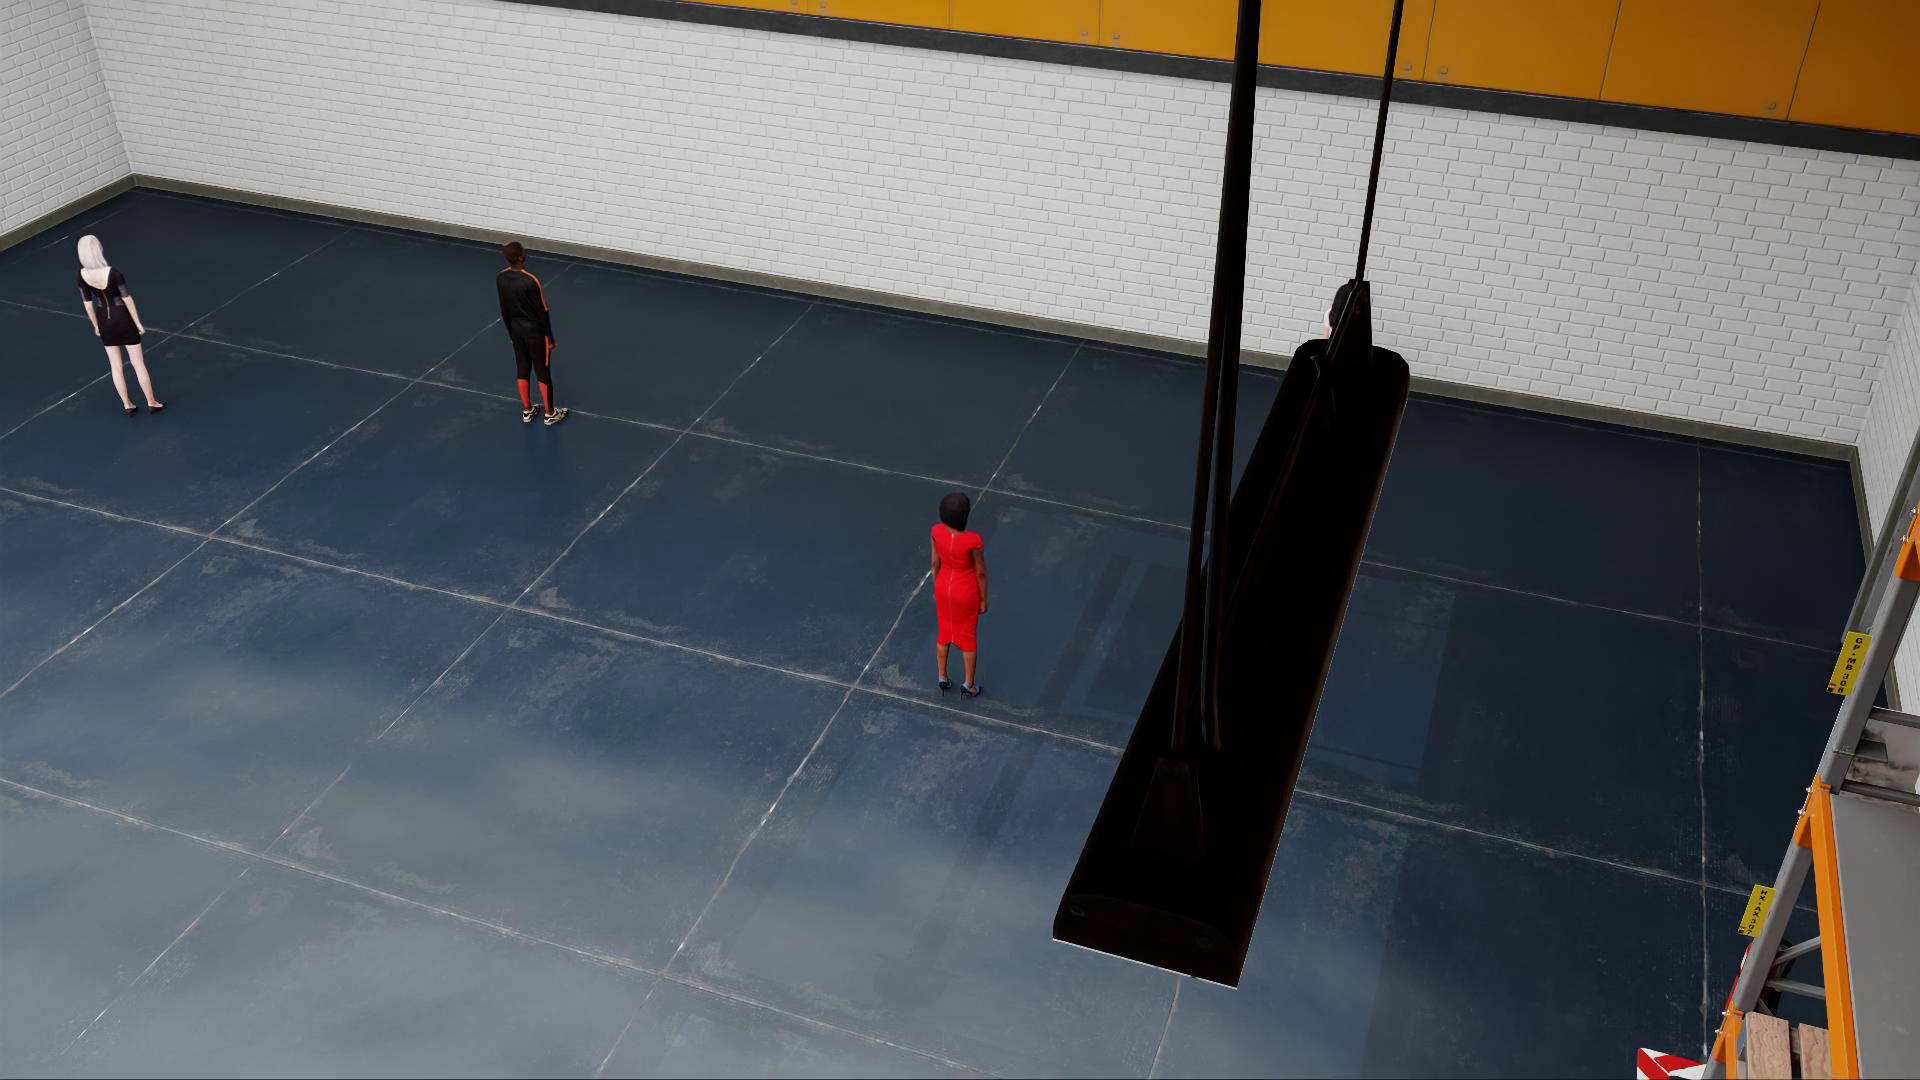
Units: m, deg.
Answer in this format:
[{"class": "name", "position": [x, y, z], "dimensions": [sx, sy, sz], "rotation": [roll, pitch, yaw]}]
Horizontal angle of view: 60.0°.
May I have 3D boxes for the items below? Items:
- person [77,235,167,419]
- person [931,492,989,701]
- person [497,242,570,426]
[{"class": "person", "position": [-7.870, -1.993, 15.522], "dimensions": [0.652, 1.830, 0.641], "rotation": [-3, 34, -5]}, {"class": "person", "position": [-0.020, 0.408, 11.988], "dimensions": [0.582, 1.744, 0.511], "rotation": [14, 36, 20]}, {"class": "person", "position": [-4.009, -1.925, 15.439], "dimensions": [0.617, 1.808, 0.524], "rotation": [10, 35, 15]}]
